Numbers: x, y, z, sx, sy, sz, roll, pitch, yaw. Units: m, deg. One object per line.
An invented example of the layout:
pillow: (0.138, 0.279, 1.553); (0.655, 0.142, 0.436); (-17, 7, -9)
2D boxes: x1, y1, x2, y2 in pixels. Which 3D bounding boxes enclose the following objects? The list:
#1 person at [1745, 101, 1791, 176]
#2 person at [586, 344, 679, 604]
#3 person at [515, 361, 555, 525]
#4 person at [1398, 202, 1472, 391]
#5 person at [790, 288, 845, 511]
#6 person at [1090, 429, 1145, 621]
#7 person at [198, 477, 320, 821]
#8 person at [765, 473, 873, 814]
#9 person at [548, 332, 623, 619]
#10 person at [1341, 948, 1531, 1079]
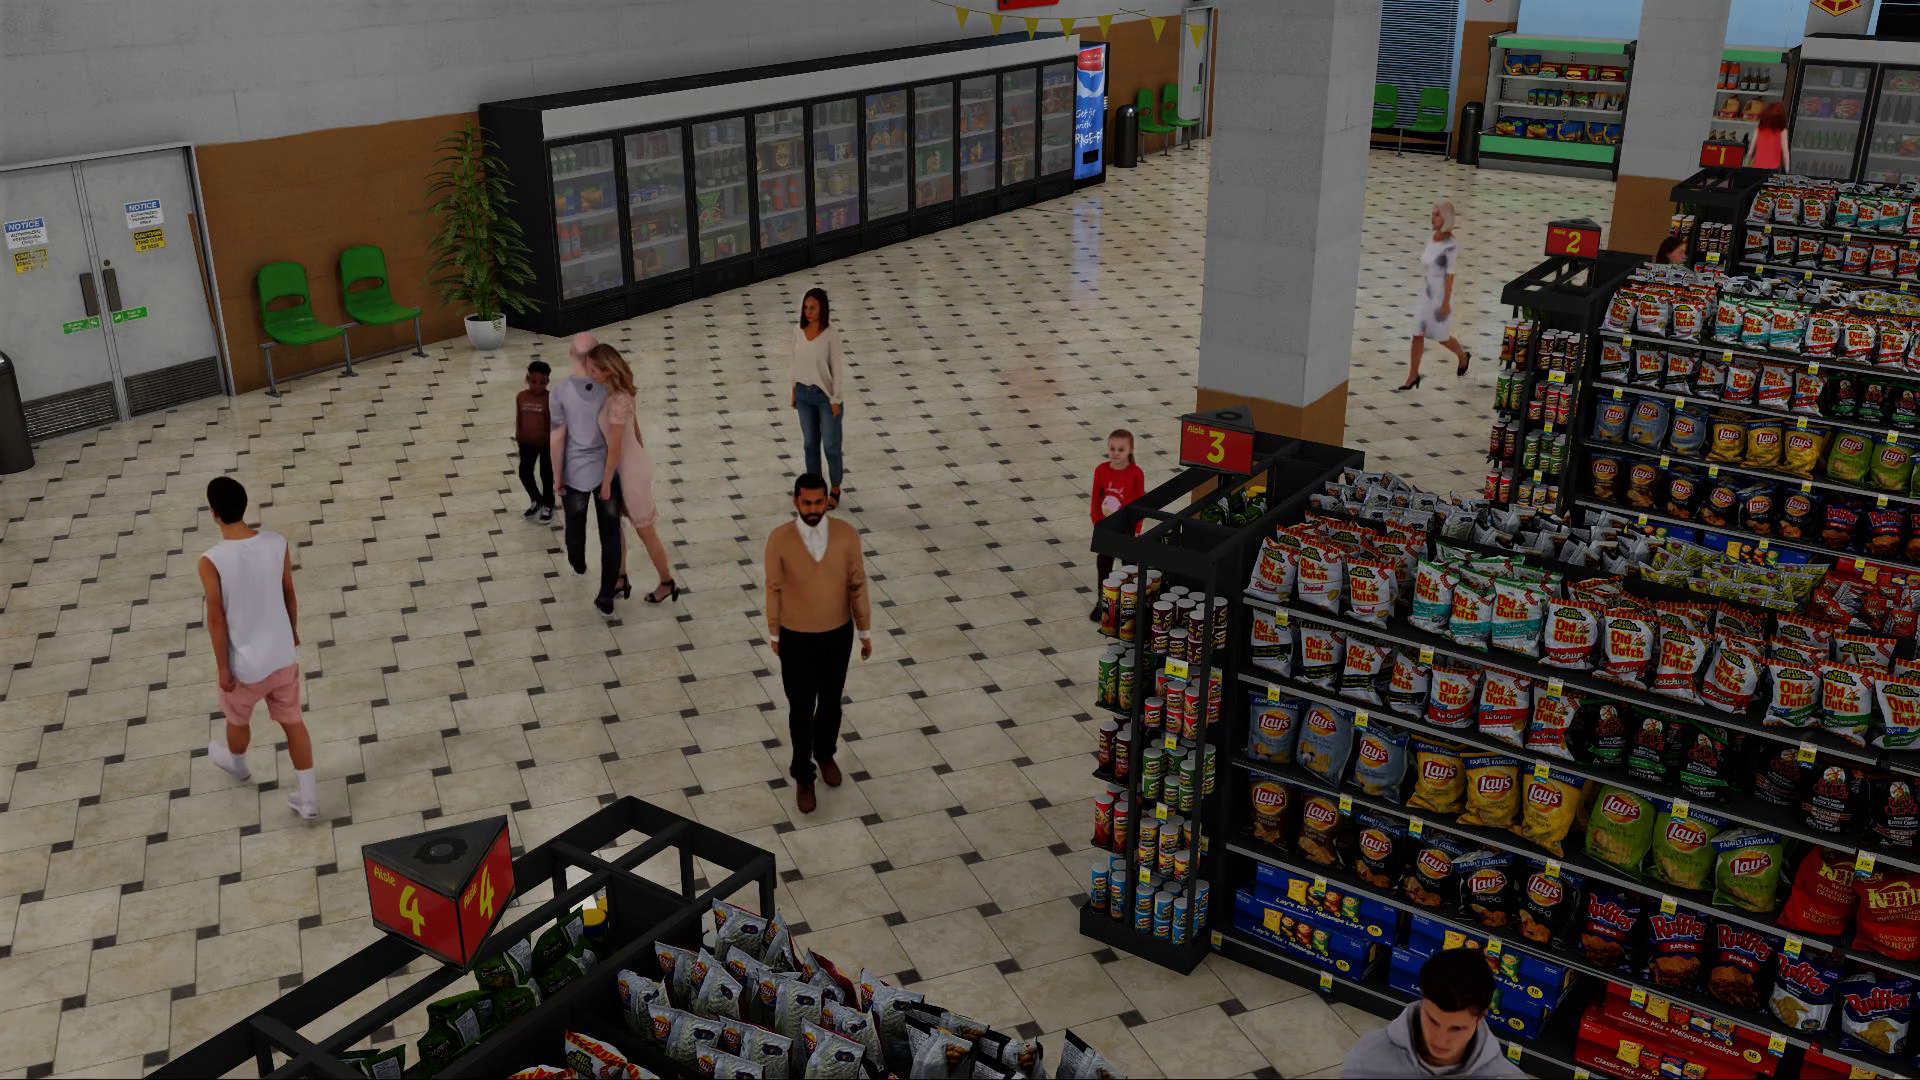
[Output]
person: (10.105, -4.577, 21.027); (0.980, 1.776, 1.189); (-13, 25, -30)
person: (-1.987, -0.378, 10.562); (0.942, 1.787, 0.878); (-1, 22, -2)
person: (-3.061, -0.719, 12.138); (0.576, 1.244, 0.683); (8, 23, 19)
person: (4.414, -2.206, 15.191); (0.959, 1.726, 1.044); (-10, 24, -23)
person: (-1.046, -1.067, 12.422); (0.470, 1.677, 0.665); (14, 26, 32)
person: (1.006, -0.093, 10.529); (0.502, 1.282, 0.601); (6, 23, 15)
person: (-3.425, 0.593, 8.213); (1.119, 1.736, 0.742); (18, 28, 38)
person: (-0.749, 0.455, 8.558); (0.885, 1.734, 0.964); (-8, 23, -18)
person: (-2.316, -0.373, 10.546); (1.154, 1.789, 1.284); (-8, 23, -18)
person: (1.262, 1.922, 4.645); (0.670, 1.930, 0.819); (5, 22, 13)
